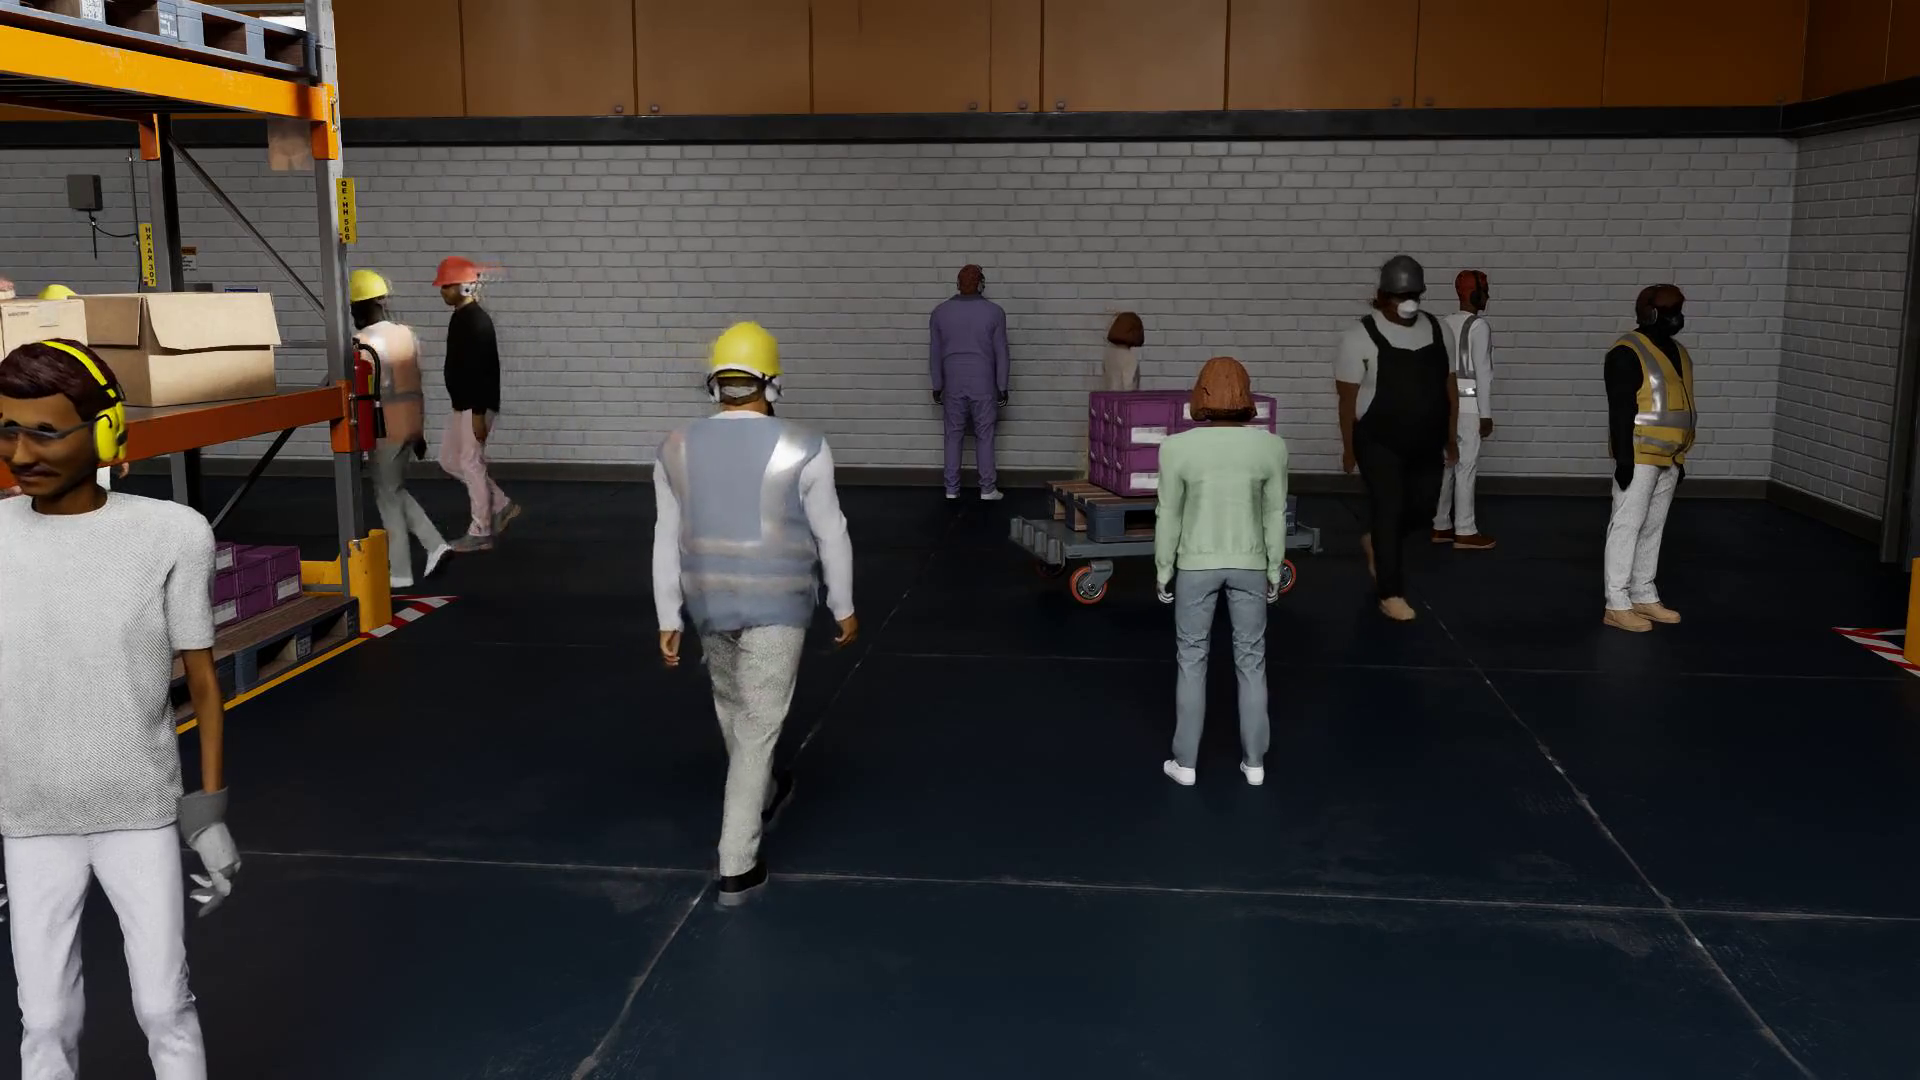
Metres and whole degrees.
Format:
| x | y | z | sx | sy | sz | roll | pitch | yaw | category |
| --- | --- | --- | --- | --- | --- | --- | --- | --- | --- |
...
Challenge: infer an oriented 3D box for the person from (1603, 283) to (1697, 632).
| x | y | z | sx | sy | sz | roll | pitch | yaw | category |
| --- | --- | --- | --- | --- | --- | --- | --- | --- | --- |
| 3.700 | -0.443 | 8.915 | 0.627 | 1.845 | 0.429 | -8 | 13 | -39 | person |

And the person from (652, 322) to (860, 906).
| x | y | z | sx | sy | sz | roll | pitch | yaw | category |
| --- | --- | --- | --- | --- | --- | --- | --- | --- | --- |
| -0.637 | 0.199 | 5.384 | 0.605 | 1.784 | 0.904 | 3 | 10 | 18 | person |

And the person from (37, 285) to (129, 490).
| x | y | z | sx | sy | sz | roll | pitch | yaw | category |
| --- | --- | --- | --- | --- | --- | --- | --- | --- | --- |
| -5.009 | -0.514 | 9.369 | 0.589 | 1.827 | 0.404 | -5 | 11 | -24 | person |

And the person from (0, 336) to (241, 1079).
| x | y | z | sx | sy | sz | roll | pitch | yaw | category |
| --- | --- | --- | --- | --- | --- | --- | --- | --- | --- |
| -1.657 | 0.550 | 3.175 | 0.517 | 1.865 | 0.327 | -3 | 10 | -15 | person |

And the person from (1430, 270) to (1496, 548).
| x | y | z | sx | sy | sz | roll | pitch | yaw | category |
| --- | --- | --- | --- | --- | --- | --- | --- | --- | --- |
| 3.438 | -0.886 | 11.335 | 0.355 | 1.883 | 0.574 | -3 | 10 | -17 | person |

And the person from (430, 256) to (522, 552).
| x | y | z | sx | sy | sz | roll | pitch | yaw | category |
| --- | --- | --- | --- | --- | --- | --- | --- | --- | --- |
| -3.278 | -0.908 | 11.168 | 0.467 | 1.977 | 0.635 | -6 | 11 | -30 | person |

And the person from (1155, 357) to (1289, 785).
| x | y | z | sx | sy | sz | roll | pitch | yaw | category |
| --- | --- | --- | --- | --- | --- | --- | --- | --- | --- |
| 0.985 | 0.124 | 6.301 | 0.497 | 1.626 | 0.287 | 0 | 10 | -1 | person |

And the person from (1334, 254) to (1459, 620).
| x | y | z | sx | sy | sz | roll | pitch | yaw | category |
| --- | --- | --- | --- | --- | --- | --- | --- | --- | --- |
| 2.424 | -0.618 | 9.352 | 0.687 | 2.000 | 0.800 | -3 | 10 | -14 | person |

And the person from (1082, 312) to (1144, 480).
| x | y | z | sx | sy | sz | roll | pitch | yaw | category |
| --- | --- | --- | --- | --- | --- | --- | --- | --- | --- |
| 1.155 | -0.824 | 11.832 | 0.873 | 1.580 | 0.517 | -4 | 11 | -22 | person |

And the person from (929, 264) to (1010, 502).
| x | y | z | sx | sy | sz | roll | pitch | yaw | category |
| --- | --- | --- | --- | --- | --- | --- | --- | --- | --- |
| 0.089 | -1.256 | 13.389 | 0.652 | 1.906 | 0.405 | 3 | 10 | 15 | person |

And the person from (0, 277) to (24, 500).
| x | y | z | sx | sy | sz | roll | pitch | yaw | category |
| --- | --- | --- | --- | --- | --- | --- | --- | --- | --- |
| -5.696 | -0.616 | 9.851 | 0.690 | 1.870 | 0.555 | 10 | 14 | 44 | person |

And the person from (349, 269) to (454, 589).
| x | y | z | sx | sy | sz | roll | pitch | yaw | category |
| --- | --- | --- | --- | --- | --- | --- | --- | --- | --- |
| -3.390 | -0.640 | 9.858 | 0.508 | 1.907 | 0.599 | 2 | 10 | 12 | person |
